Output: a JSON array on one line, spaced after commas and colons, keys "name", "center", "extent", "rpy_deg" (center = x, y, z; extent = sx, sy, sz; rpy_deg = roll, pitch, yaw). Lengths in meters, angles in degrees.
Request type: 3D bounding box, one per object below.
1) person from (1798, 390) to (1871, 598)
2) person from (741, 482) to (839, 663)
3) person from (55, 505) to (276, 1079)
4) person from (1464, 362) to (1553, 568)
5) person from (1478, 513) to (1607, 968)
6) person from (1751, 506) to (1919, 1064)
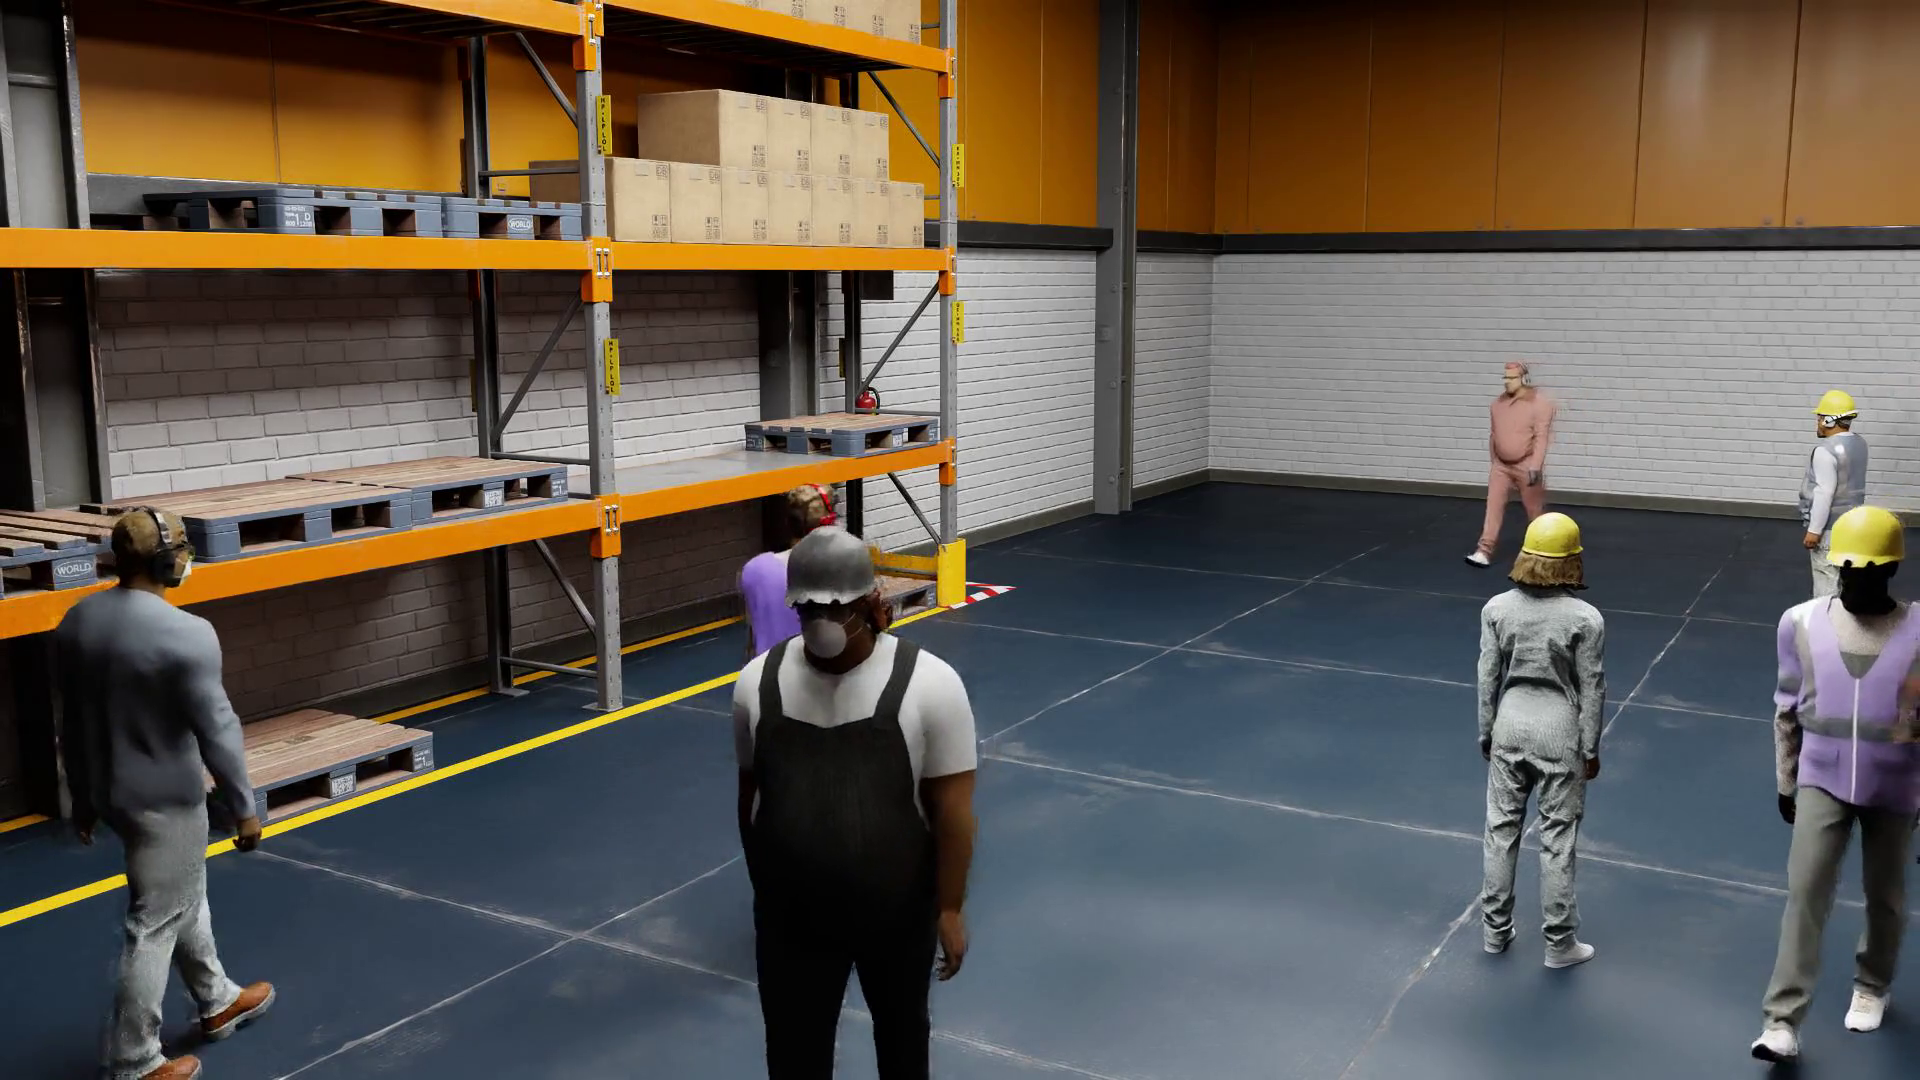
[{"name": "person", "center": [6.118, -0.135, 11.707], "extent": [0.591, 1.834, 0.404], "rpy_deg": [-7, 11, -37]}, {"name": "person", "center": [-0.611, 0.682, 6.630], "extent": [0.564, 1.831, 0.431], "rpy_deg": [4, 10, 26]}, {"name": "person", "center": [-2.534, 0.827, 5.479], "extent": [0.653, 1.904, 0.874], "rpy_deg": [5, 10, 28]}, {"name": "person", "center": [4.987, -0.667, 14.960], "extent": [0.984, 1.852, 0.651], "rpy_deg": [-8, 12, -40]}, {"name": "person", "center": [2.234, 0.760, 6.400], "extent": [0.484, 1.745, 0.307], "rpy_deg": [8, 12, 42]}, {"name": "person", "center": [2.997, 0.827, 5.577], "extent": [0.591, 1.877, 0.982], "rpy_deg": [7, 12, 38]}]
